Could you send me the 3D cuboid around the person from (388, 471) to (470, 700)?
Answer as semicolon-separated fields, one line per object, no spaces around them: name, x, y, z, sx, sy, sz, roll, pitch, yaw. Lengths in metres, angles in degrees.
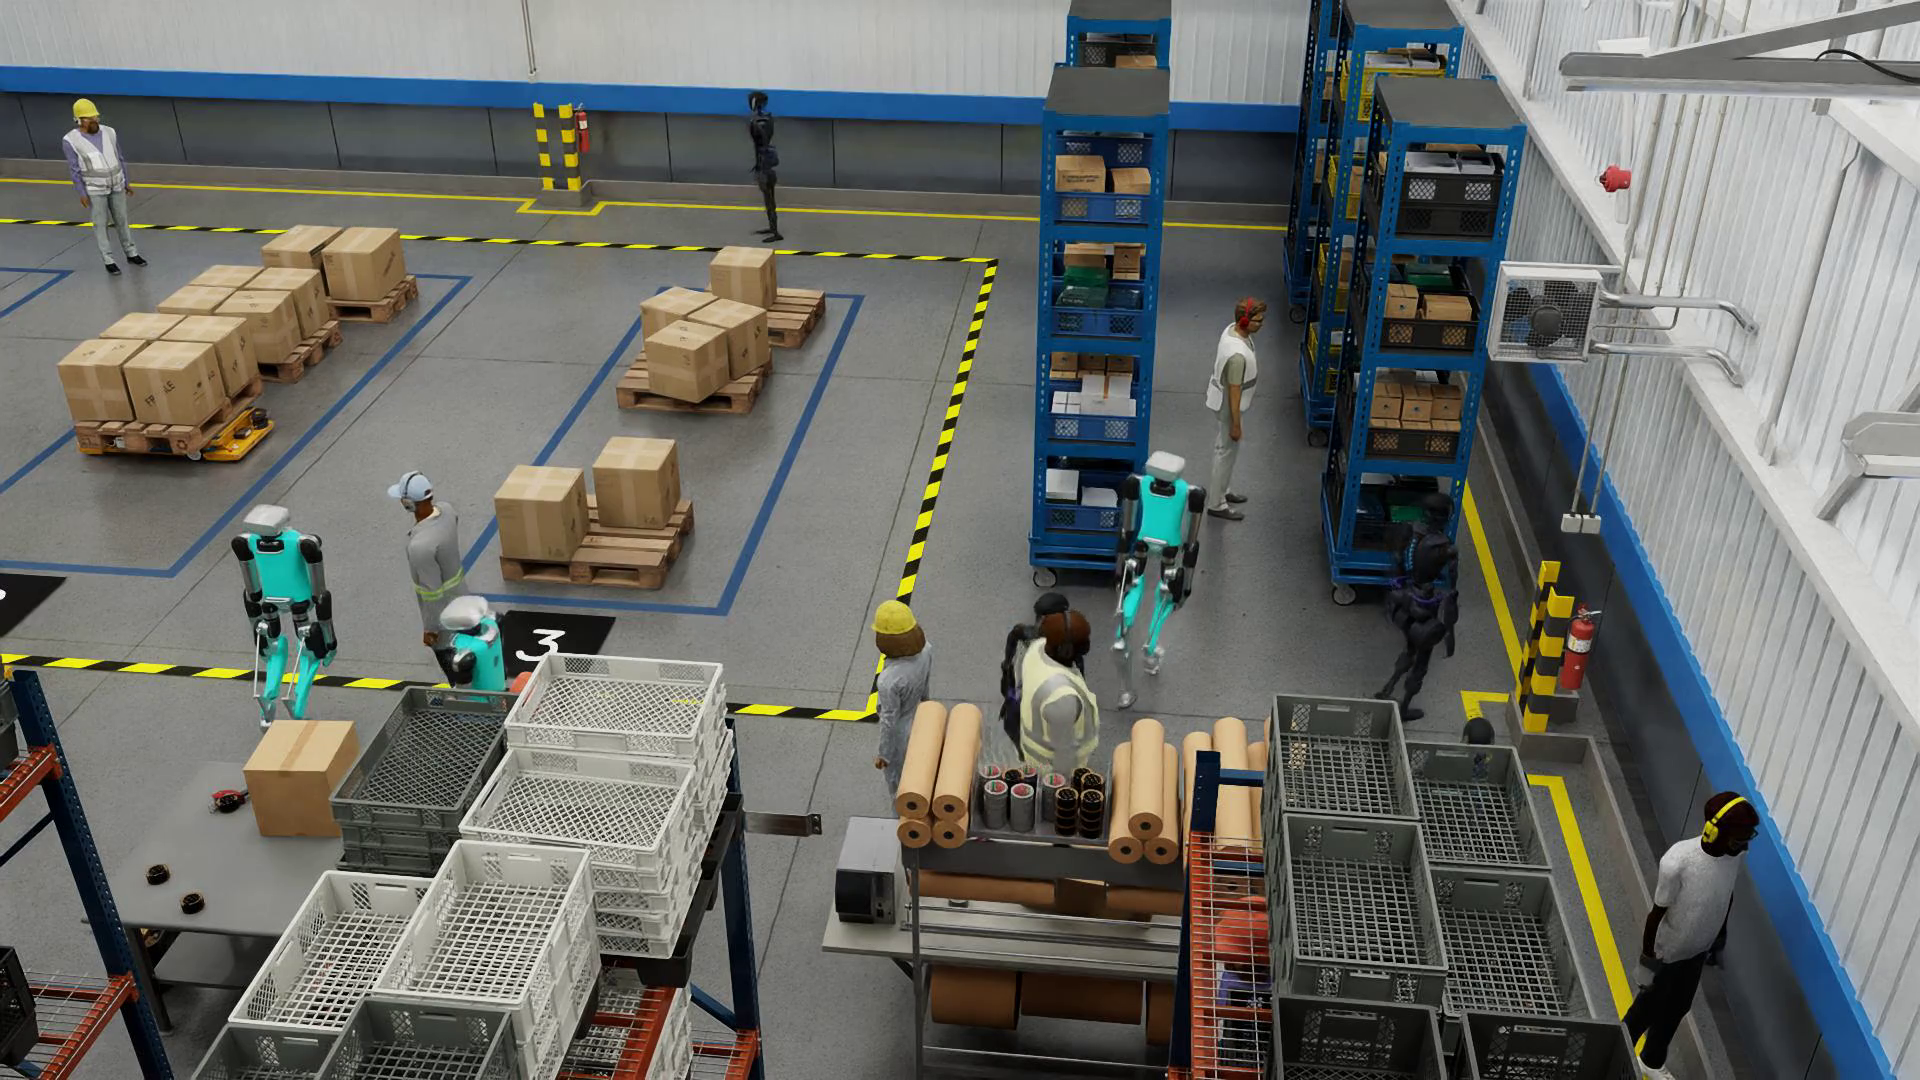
person;-3.272;0.396;10.419;0.385;1.849;0.596;0;30;0

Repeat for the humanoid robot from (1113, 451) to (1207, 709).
humanoid robot;1.190;0.356;10.633;0.543;1.746;1.031;11;32;18

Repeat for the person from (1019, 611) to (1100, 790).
person;0.474;1.177;9.120;0.726;1.816;0.635;-4;30;-7

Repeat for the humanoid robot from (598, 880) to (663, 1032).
humanoid robot;-1.696;1.839;8.120;0.615;1.644;0.381;-4;30;-7

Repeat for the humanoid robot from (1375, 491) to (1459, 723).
humanoid robot;2.927;0.434;10.523;0.336;1.643;0.612;-14;33;-22

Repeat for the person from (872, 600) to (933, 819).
person;-0.331;1.089;9.342;0.305;1.737;0.483;15;33;23

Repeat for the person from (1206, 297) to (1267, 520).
person;2.104;-1.021;12.878;0.402;1.832;0.567;4;30;7

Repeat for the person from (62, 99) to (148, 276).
person;-9.013;-3.726;17.513;0.404;1.837;0.588;19;35;29

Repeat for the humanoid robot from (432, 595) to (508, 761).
humanoid robot;-2.951;1.081;9.398;0.998;1.781;0.532;5;31;8

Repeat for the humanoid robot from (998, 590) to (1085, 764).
humanoid robot;0.470;1.012;9.544;0.611;1.646;0.448;20;36;31

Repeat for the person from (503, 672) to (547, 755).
person;-2.057;1.492;8.453;0.353;1.938;0.542;15;33;24

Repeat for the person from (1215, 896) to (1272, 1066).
person;1.147;2.285;6.983;0.365;2.048;0.607;-12;32;-20

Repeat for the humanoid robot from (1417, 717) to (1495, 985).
humanoid robot;2.534;1.612;8.509;0.590;1.642;0.538;3;30;5

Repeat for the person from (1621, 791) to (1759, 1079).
person;3.387;1.927;7.788;0.512;1.858;0.333;-12;32;-20

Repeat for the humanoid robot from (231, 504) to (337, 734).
humanoid robot;-4.067;0.661;9.945;0.533;1.677;0.735;3;30;5

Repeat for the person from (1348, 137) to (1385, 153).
person;4.336;-3.978;17.927;0.516;1.865;0.320;11;32;18

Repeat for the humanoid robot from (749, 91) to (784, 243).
humanoid robot;-2.155;-4.125;18.344;0.315;1.657;0.599;-6;31;-10

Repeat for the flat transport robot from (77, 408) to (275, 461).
flat transport robot;-6.728;-0.944;14.268;1.431;0.197;0.652;3;30;6

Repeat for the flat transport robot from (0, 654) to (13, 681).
flat transport robot;-7.142;0.969;11.010;1.431;0.231;0.659;3;30;6
